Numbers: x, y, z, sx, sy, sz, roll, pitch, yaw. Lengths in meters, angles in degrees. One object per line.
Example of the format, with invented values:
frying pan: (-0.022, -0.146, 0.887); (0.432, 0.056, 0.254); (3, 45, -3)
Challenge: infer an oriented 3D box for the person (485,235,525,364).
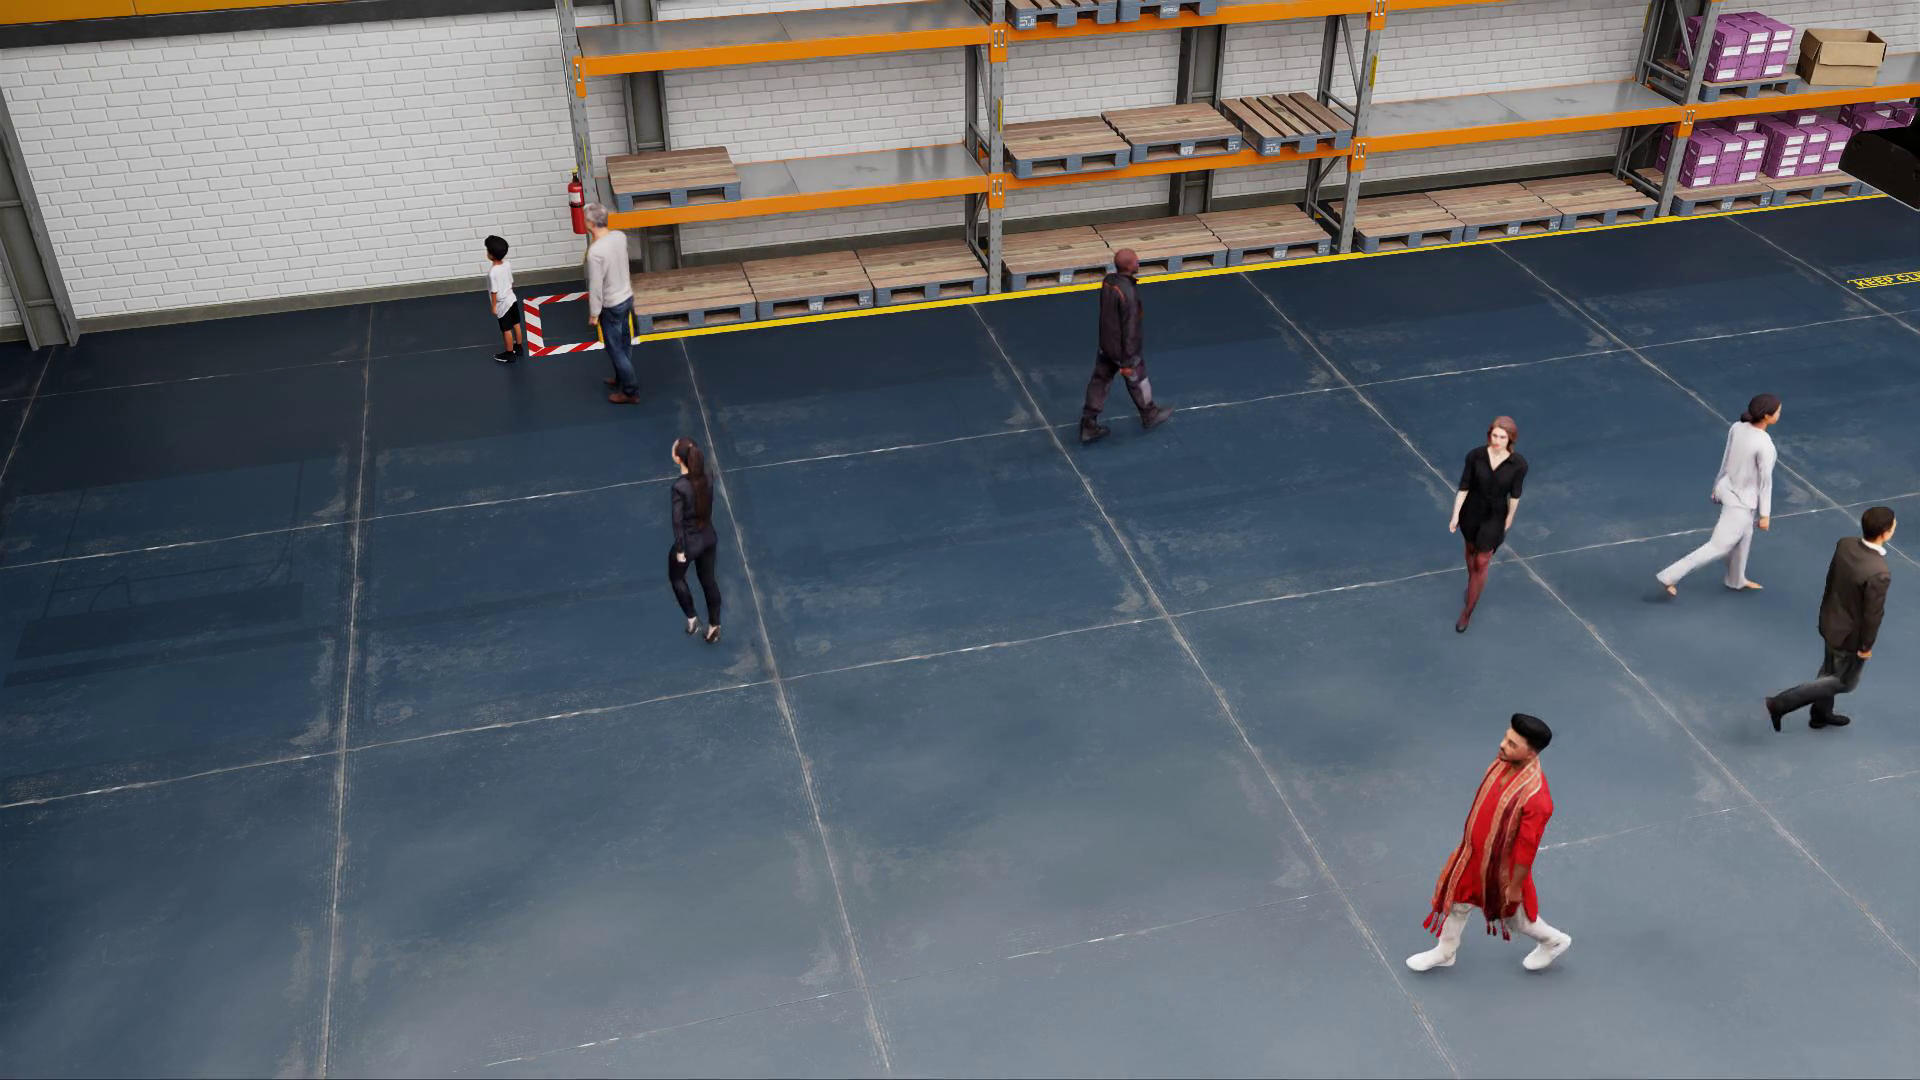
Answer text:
person: (-4.347, -2.308, 15.857); (0.633, 1.262, 0.582); (13, 36, 18)

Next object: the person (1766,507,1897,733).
person: (5.822, 0.579, 11.039); (0.991, 1.789, 0.799); (-2, 34, -4)

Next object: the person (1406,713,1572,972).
person: (3.106, 1.735, 9.243); (1.169, 1.851, 0.738); (-6, 34, -9)

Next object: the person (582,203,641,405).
person: (-3.110, -2.131, 15.008); (0.941, 1.908, 0.901); (11, 35, 17)

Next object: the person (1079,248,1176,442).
person: (1.290, -1.649, 14.395); (1.224, 1.785, 0.877); (-16, 37, -23)

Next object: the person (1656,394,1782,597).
person: (5.730, -0.282, 12.418); (1.201, 1.696, 0.809); (-1, 34, -2)

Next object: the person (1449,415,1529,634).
person: (3.890, -0.211, 12.328); (0.959, 1.676, 1.010); (17, 37, 24)

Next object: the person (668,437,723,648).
person: (-1.831, 0.055, 11.911); (0.791, 1.695, 0.722); (23, 40, 30)
